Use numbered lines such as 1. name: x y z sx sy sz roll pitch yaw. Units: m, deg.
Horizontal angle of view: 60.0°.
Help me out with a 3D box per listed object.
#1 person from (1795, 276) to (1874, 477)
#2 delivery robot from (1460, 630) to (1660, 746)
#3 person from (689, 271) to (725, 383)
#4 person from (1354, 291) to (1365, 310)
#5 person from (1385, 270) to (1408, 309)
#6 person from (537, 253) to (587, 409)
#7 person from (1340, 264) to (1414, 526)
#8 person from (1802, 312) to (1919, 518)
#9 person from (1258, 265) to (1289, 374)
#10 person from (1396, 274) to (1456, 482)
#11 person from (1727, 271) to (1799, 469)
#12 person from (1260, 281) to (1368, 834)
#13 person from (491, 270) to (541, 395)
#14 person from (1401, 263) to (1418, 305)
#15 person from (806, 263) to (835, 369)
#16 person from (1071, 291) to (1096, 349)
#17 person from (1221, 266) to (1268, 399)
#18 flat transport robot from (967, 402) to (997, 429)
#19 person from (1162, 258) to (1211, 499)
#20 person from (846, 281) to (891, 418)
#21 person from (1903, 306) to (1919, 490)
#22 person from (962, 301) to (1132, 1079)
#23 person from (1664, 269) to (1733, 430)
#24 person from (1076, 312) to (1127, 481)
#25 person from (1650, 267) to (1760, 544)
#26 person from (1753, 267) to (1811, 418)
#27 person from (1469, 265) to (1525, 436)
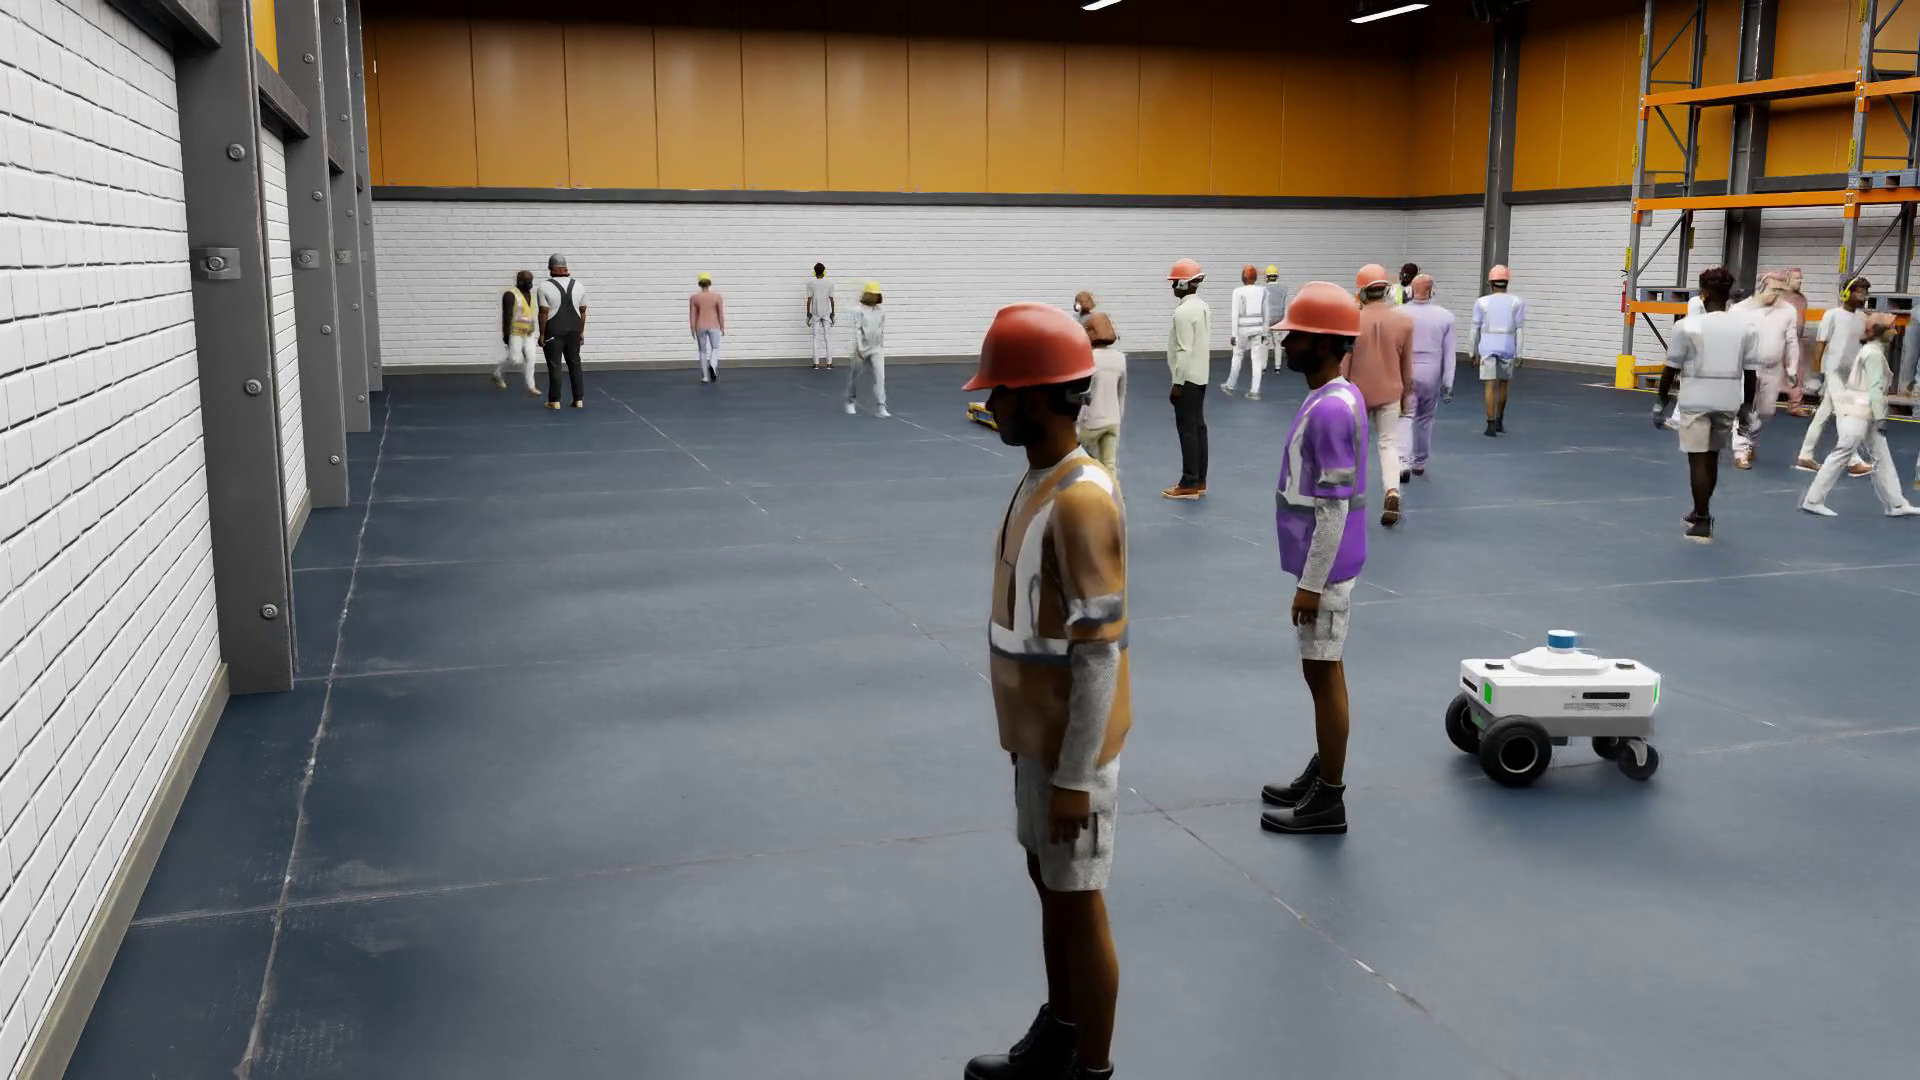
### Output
1. person: 8.149 -1.489 15.234 0.547 1.813 0.952 -5 11 -28
2. delivery robot: 2.356 0.598 6.545 0.707 0.478 0.477 0 10 -1
3. person: -3.976 -3.336 26.110 0.546 1.751 0.476 -1 10 -5
4. person: 6.992 -3.744 28.653 0.539 1.695 0.319 -5 11 -26
5. person: 6.626 -3.146 24.771 0.634 1.842 0.429 1 10 6
6. person: -5.282 -2.751 21.911 0.688 2.000 0.536 -8 13 -40
7. person: 3.124 -1.090 12.526 0.624 1.966 0.852 0 10 2
8. person: 6.992 -0.951 12.794 0.876 1.588 0.543 5 11 28
9. person: 5.245 -3.717 28.102 0.590 1.833 0.404 -2 10 -12
10. person: 4.104 -1.456 14.964 0.659 1.858 1.023 2 10 11
11. person: 7.640 -1.638 15.974 0.662 1.875 0.779 0 10 1
12. person: 1.250 0.070 5.862 0.356 1.942 0.543 2 10 14
13. person: -6.415 -2.990 23.973 0.713 1.811 0.653 5 11 28
14. person: 6.488 -3.042 24.030 0.741 1.885 0.625 9 13 42
15. person: -2.456 -3.941 29.312 0.512 1.865 0.329 -2 10 -9
16. person: 1.481 -2.183 19.944 0.877 1.586 0.494 -7 12 -35
17. person: 4.015 -2.923 23.457 0.604 1.844 0.902 -3 10 -16
18. flat transport robot: 0.568 -1.492 19.736 0.652 0.197 1.431 -2 10 -14
19. person: 1.886 -1.340 13.874 0.397 1.992 0.622 5 11 25
20. person: -1.168 -2.401 20.878 0.489 1.697 0.910 -6 11 -31
21. person: 8.597 -1.389 14.392 0.802 1.914 0.632 -5 11 -26
22. person: 0.196 0.434 3.783 0.376 1.934 0.546 -1 10 -7
23. person: 8.443 -2.153 18.999 0.596 1.842 0.903 -2 10 -12
24. person: 0.946 -0.805 11.838 0.524 1.620 0.425 -7 12 -36
25. person: 5.318 -0.974 11.945 0.630 1.929 0.887 0 10 0
26. person: 10.311 -2.489 20.885 0.641 1.873 0.888 -2 10 -13
27. person: 6.042 -2.141 18.794 0.565 1.890 0.934 2 10 10
